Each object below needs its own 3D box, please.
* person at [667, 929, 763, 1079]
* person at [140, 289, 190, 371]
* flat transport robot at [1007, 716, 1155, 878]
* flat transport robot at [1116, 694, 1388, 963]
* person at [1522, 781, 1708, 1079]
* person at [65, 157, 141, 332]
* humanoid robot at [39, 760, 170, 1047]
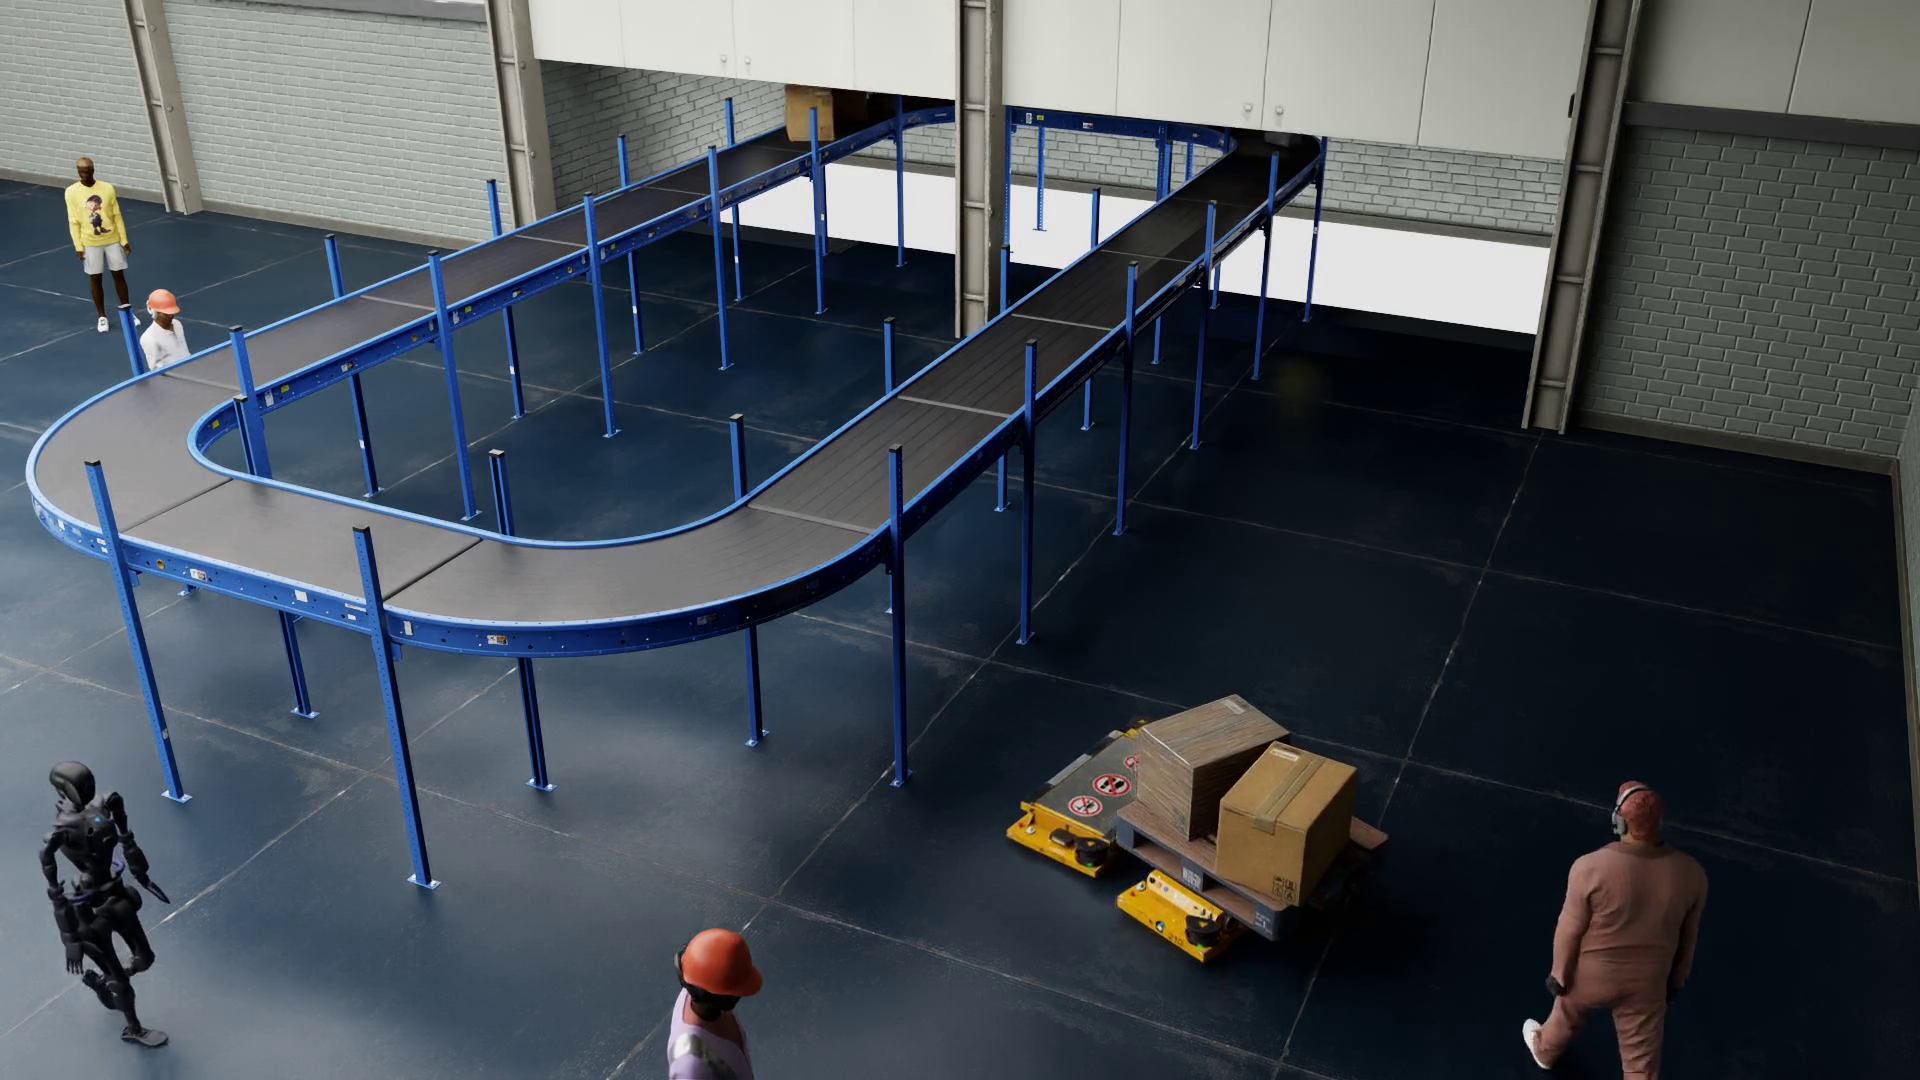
[{"bbox_3d":[-0.945,2.392,6.676,0.388,2.033,0.604,-2,26,-3],"label":"person"},{"bbox_3d":[-6.824,-1.343,14.517,0.336,1.746,0.562,1,26,2],"label":"person"},{"bbox_3d":[0.977,1.569,10.314,0.659,0.231,1.431,19,32,34],"label":"flat transport robot"},{"bbox_3d":[1.650,1.916,9.615,1.431,0.231,0.659,-21,34,-36],"label":"flat transport robot"},{"bbox_3d":[3.061,1.978,7.738,0.652,1.825,1.035,0,26,1],"label":"person"},{"bbox_3d":[-9.389,-3.243,18.177,0.542,1.900,0.373,-18,32,-32],"label":"person"},{"bbox_3d":[-4.333,1.801,8.271,0.559,1.636,0.599,7,27,14],"label":"humanoid robot"}]
